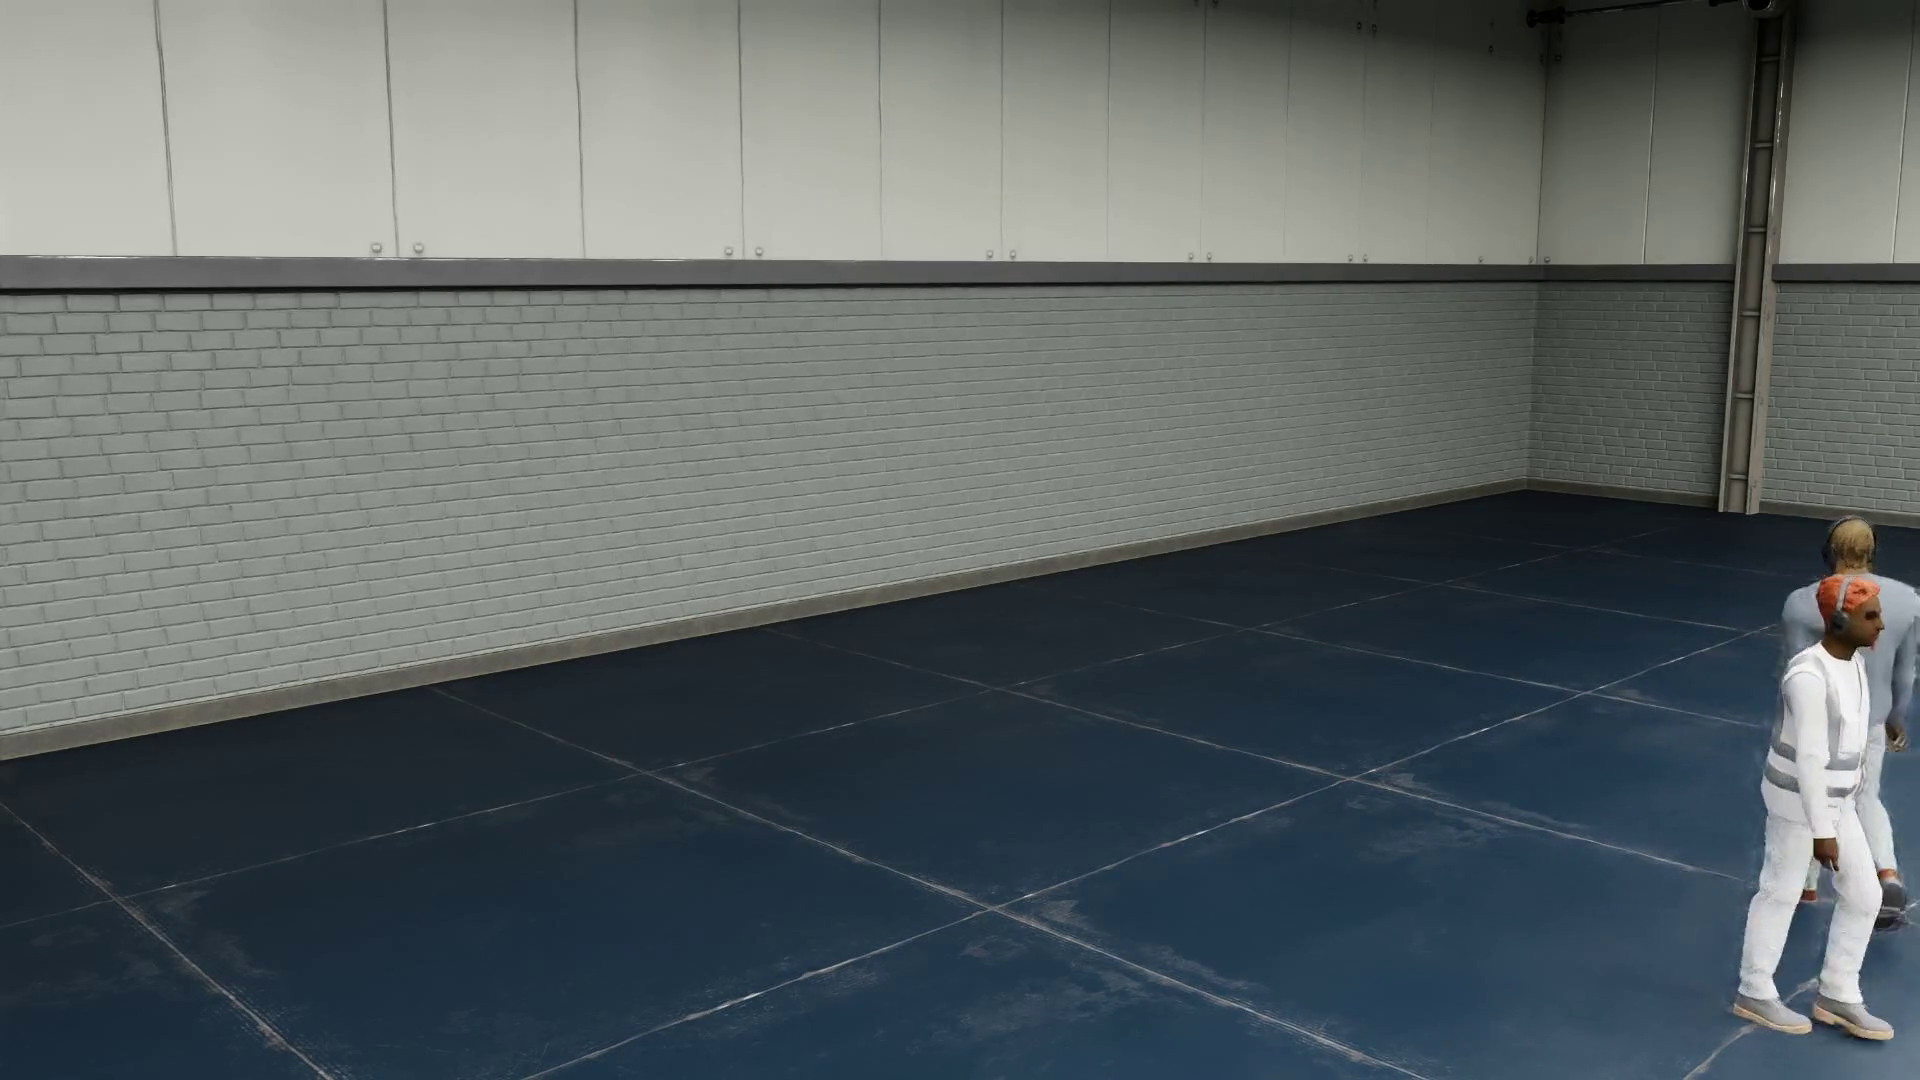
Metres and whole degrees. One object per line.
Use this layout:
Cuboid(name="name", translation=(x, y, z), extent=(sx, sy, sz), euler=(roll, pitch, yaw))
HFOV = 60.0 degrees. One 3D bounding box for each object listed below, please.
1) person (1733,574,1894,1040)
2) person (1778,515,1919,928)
Cuboid(name="person", translation=(3.427, 1.067, 6.500), extent=(0.583, 1.860, 0.707), euler=(-7, 12, -38))
Cuboid(name="person", translation=(4.116, 0.843, 7.718), extent=(0.639, 1.925, 0.744), euler=(1, 9, 4))
